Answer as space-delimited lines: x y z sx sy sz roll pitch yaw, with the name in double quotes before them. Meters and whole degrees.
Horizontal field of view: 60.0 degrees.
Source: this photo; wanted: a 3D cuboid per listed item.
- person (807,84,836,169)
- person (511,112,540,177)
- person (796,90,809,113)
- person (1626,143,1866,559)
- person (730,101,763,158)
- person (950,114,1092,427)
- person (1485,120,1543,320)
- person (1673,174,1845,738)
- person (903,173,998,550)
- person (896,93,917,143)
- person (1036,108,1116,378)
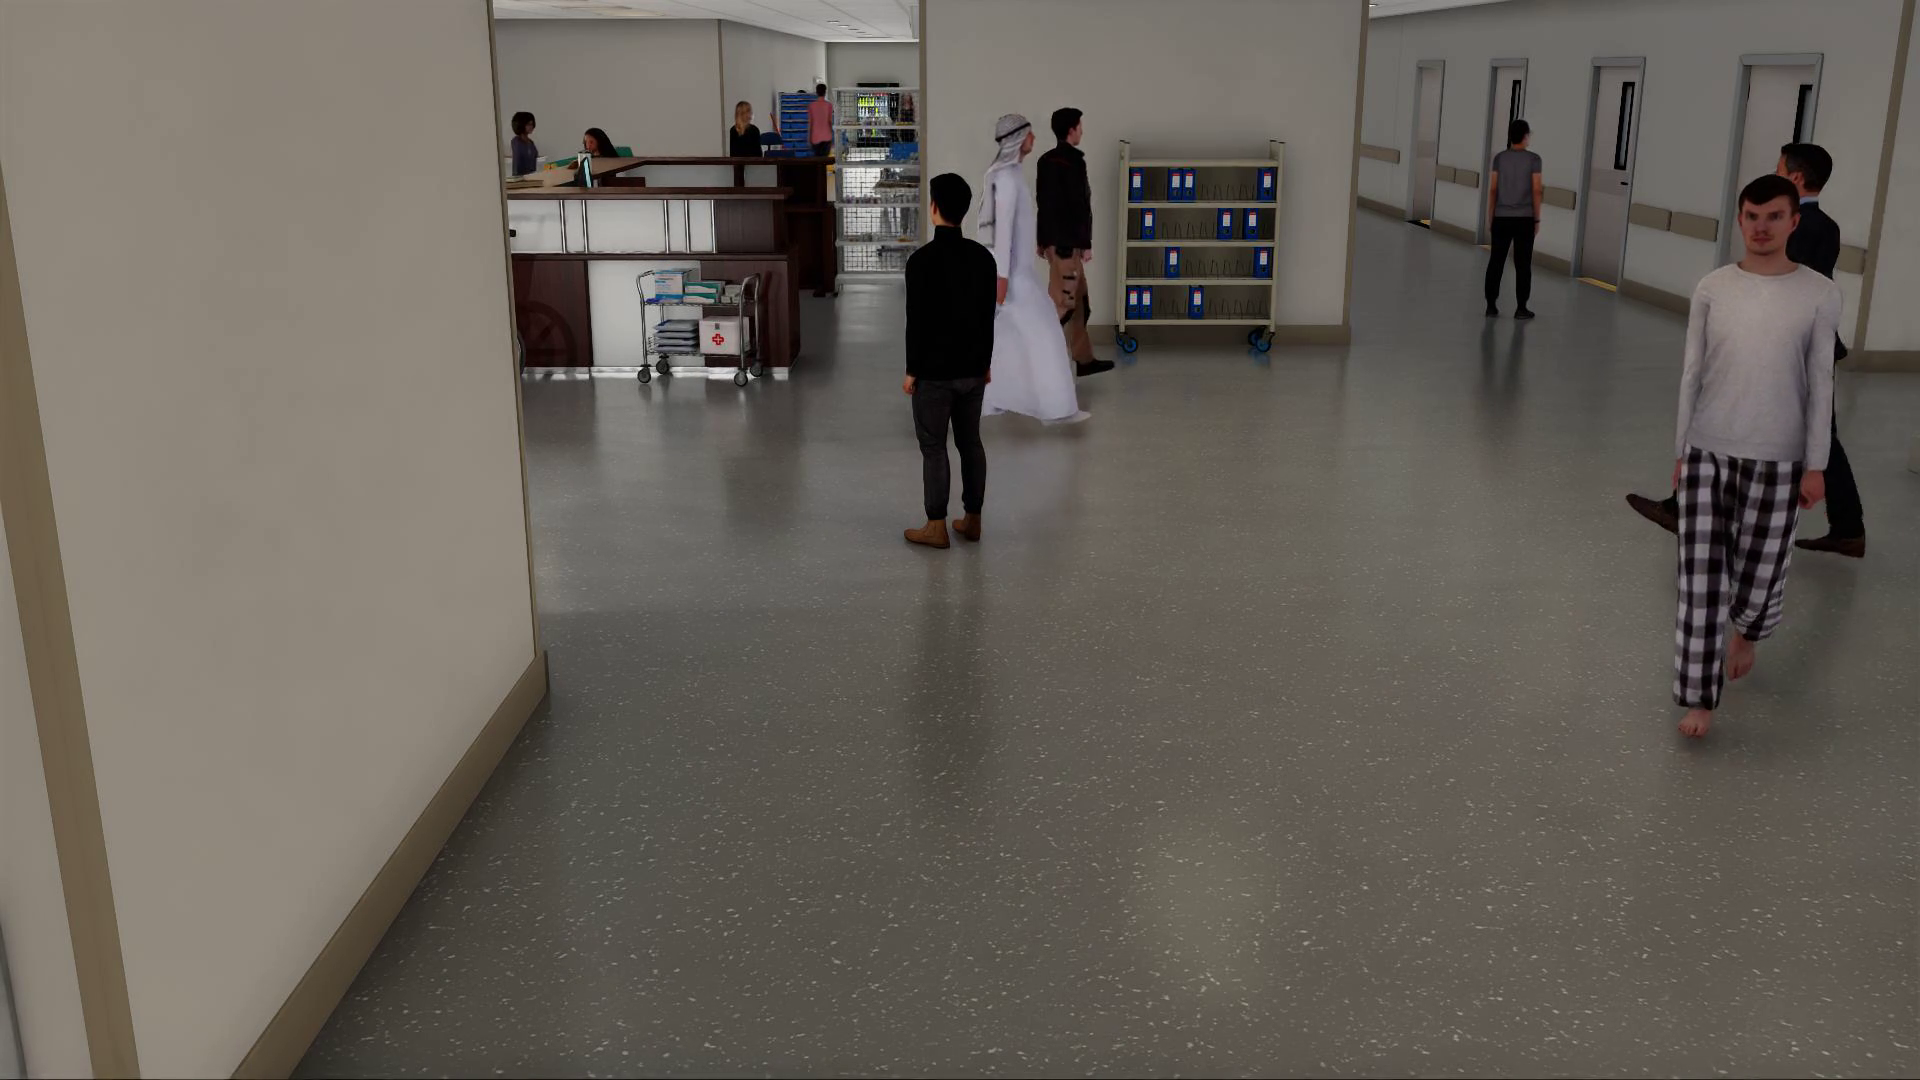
"person" -2.493 -7.135 29.767 1.198 1.902 0.840 2 16 8
"person" -5.203 -4.174 19.644 0.862 1.697 0.740 6 17 20
"person" -3.520 -9.242 37.487 0.701 1.769 0.777 13 20 39
"person" 3.783 -0.779 7.404 1.300 1.804 1.206 14 21 40
"person" -2.696 -4.618 21.029 0.609 1.801 0.736 8 18 26
"person" 0.203 -1.587 10.110 1.269 1.891 0.751 -1 16 -5
"person" 4.991 -2.892 14.993 0.671 1.753 0.760 11 19 35
"person" 2.674 -0.283 5.627 1.120 1.814 1.041 9 18 29
"person" -0.050 -0.829 7.731 0.681 1.723 0.783 -11 19 -34
"person" -1.214 -9.305 37.837 1.042 1.700 0.686 1 16 4
"person" 0.670 -2.042 11.719 1.311 1.894 1.057 -8 17 -25
